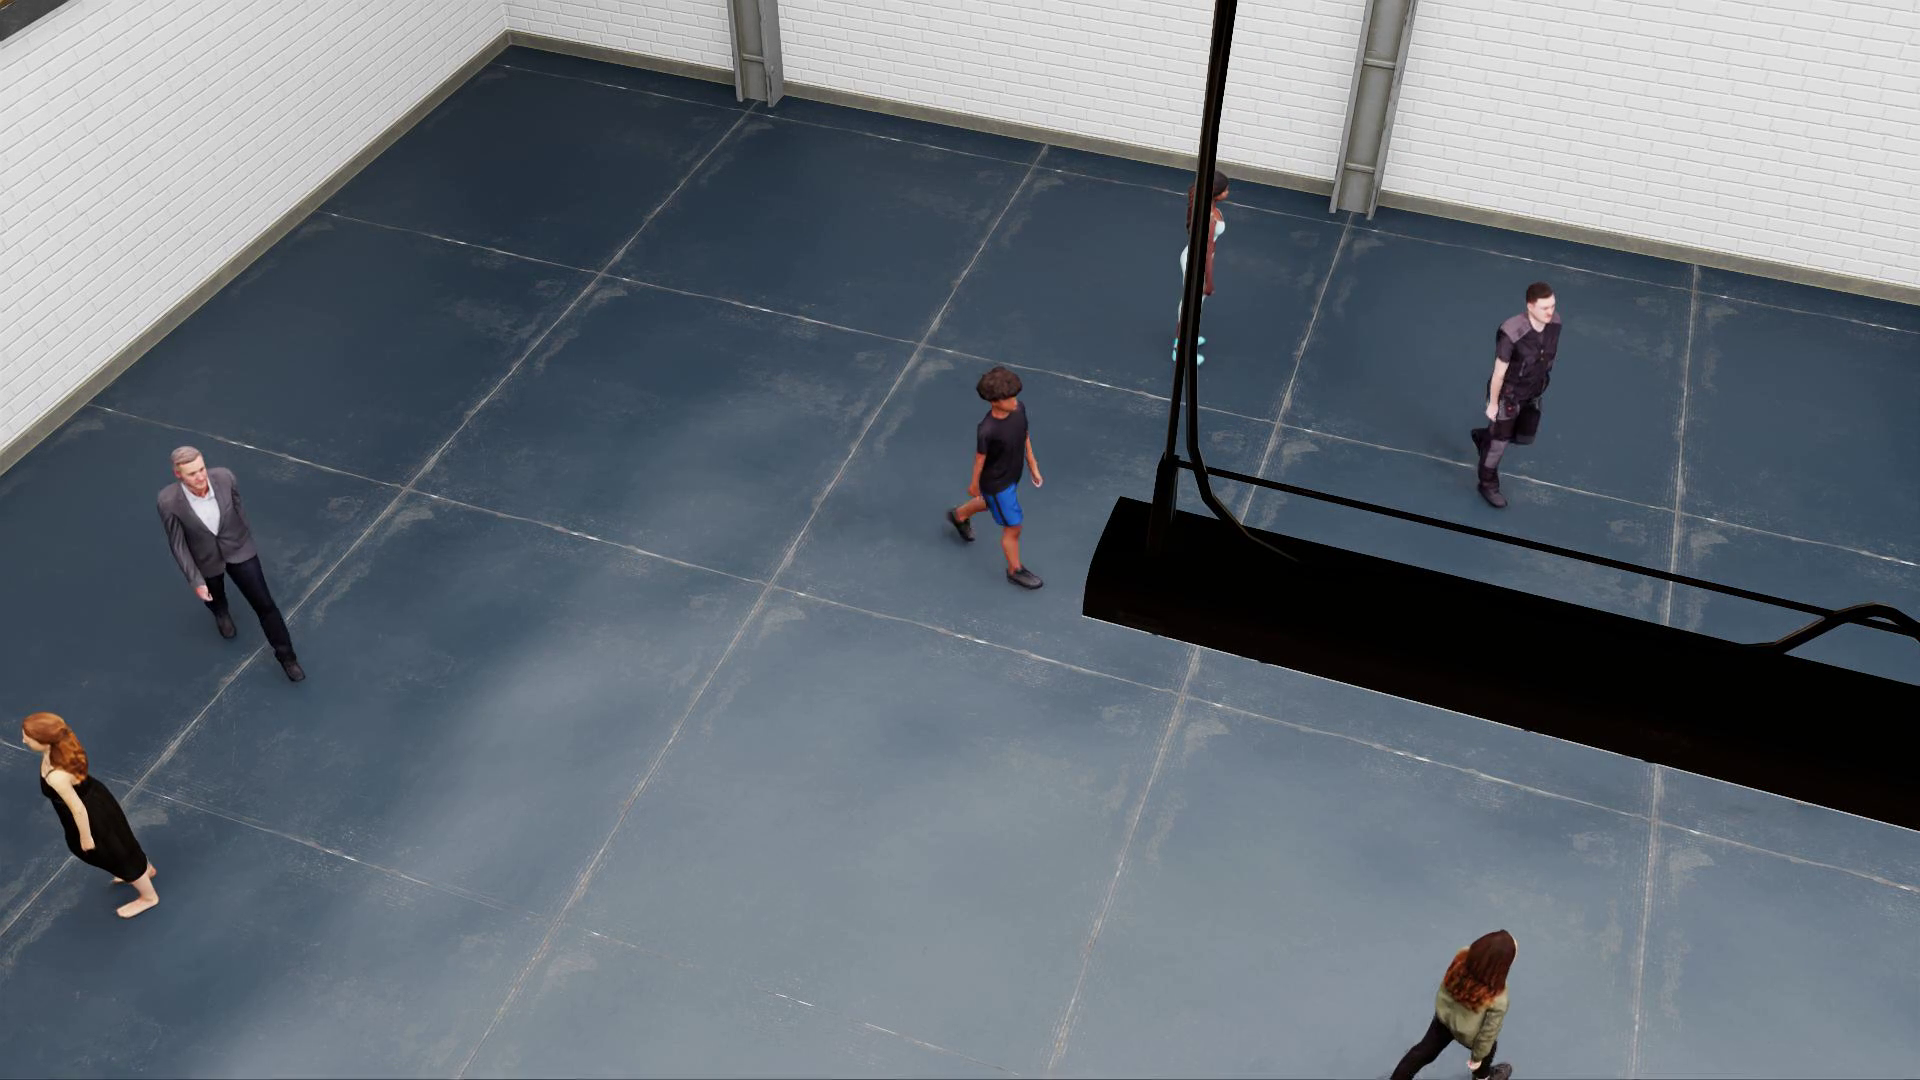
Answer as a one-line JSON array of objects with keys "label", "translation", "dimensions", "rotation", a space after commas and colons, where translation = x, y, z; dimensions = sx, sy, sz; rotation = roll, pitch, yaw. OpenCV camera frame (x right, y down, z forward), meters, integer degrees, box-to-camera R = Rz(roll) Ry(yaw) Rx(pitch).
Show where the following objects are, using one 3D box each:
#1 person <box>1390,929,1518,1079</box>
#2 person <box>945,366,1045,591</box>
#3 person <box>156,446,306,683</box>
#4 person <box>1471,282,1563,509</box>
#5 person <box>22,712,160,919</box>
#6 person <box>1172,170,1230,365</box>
[{"label": "person", "translation": [2.494, 2.480, 8.458], "dimensions": [1.067, 1.437, 0.993], "rotation": [-15, 46, -16]}, {"label": "person", "translation": [0.212, -0.485, 11.329], "dimensions": [1.196, 1.770, 0.798], "rotation": [26, 49, 25]}, {"label": "person", "translation": [-4.816, 0.070, 10.735], "dimensions": [1.127, 1.785, 1.353], "rotation": [-29, 51, -27]}, {"label": "person", "translation": [3.923, -1.088, 11.916], "dimensions": [0.968, 1.833, 1.028], "rotation": [-18, 46, -18]}, {"label": "person", "translation": [-4.865, 1.524, 9.325], "dimensions": [0.733, 1.625, 0.682], "rotation": [-15, 46, -15]}, {"label": "person", "translation": [1.869, -2.156, 13.116], "dimensions": [0.662, 1.724, 0.645], "rotation": [-4, 44, -4]}]
